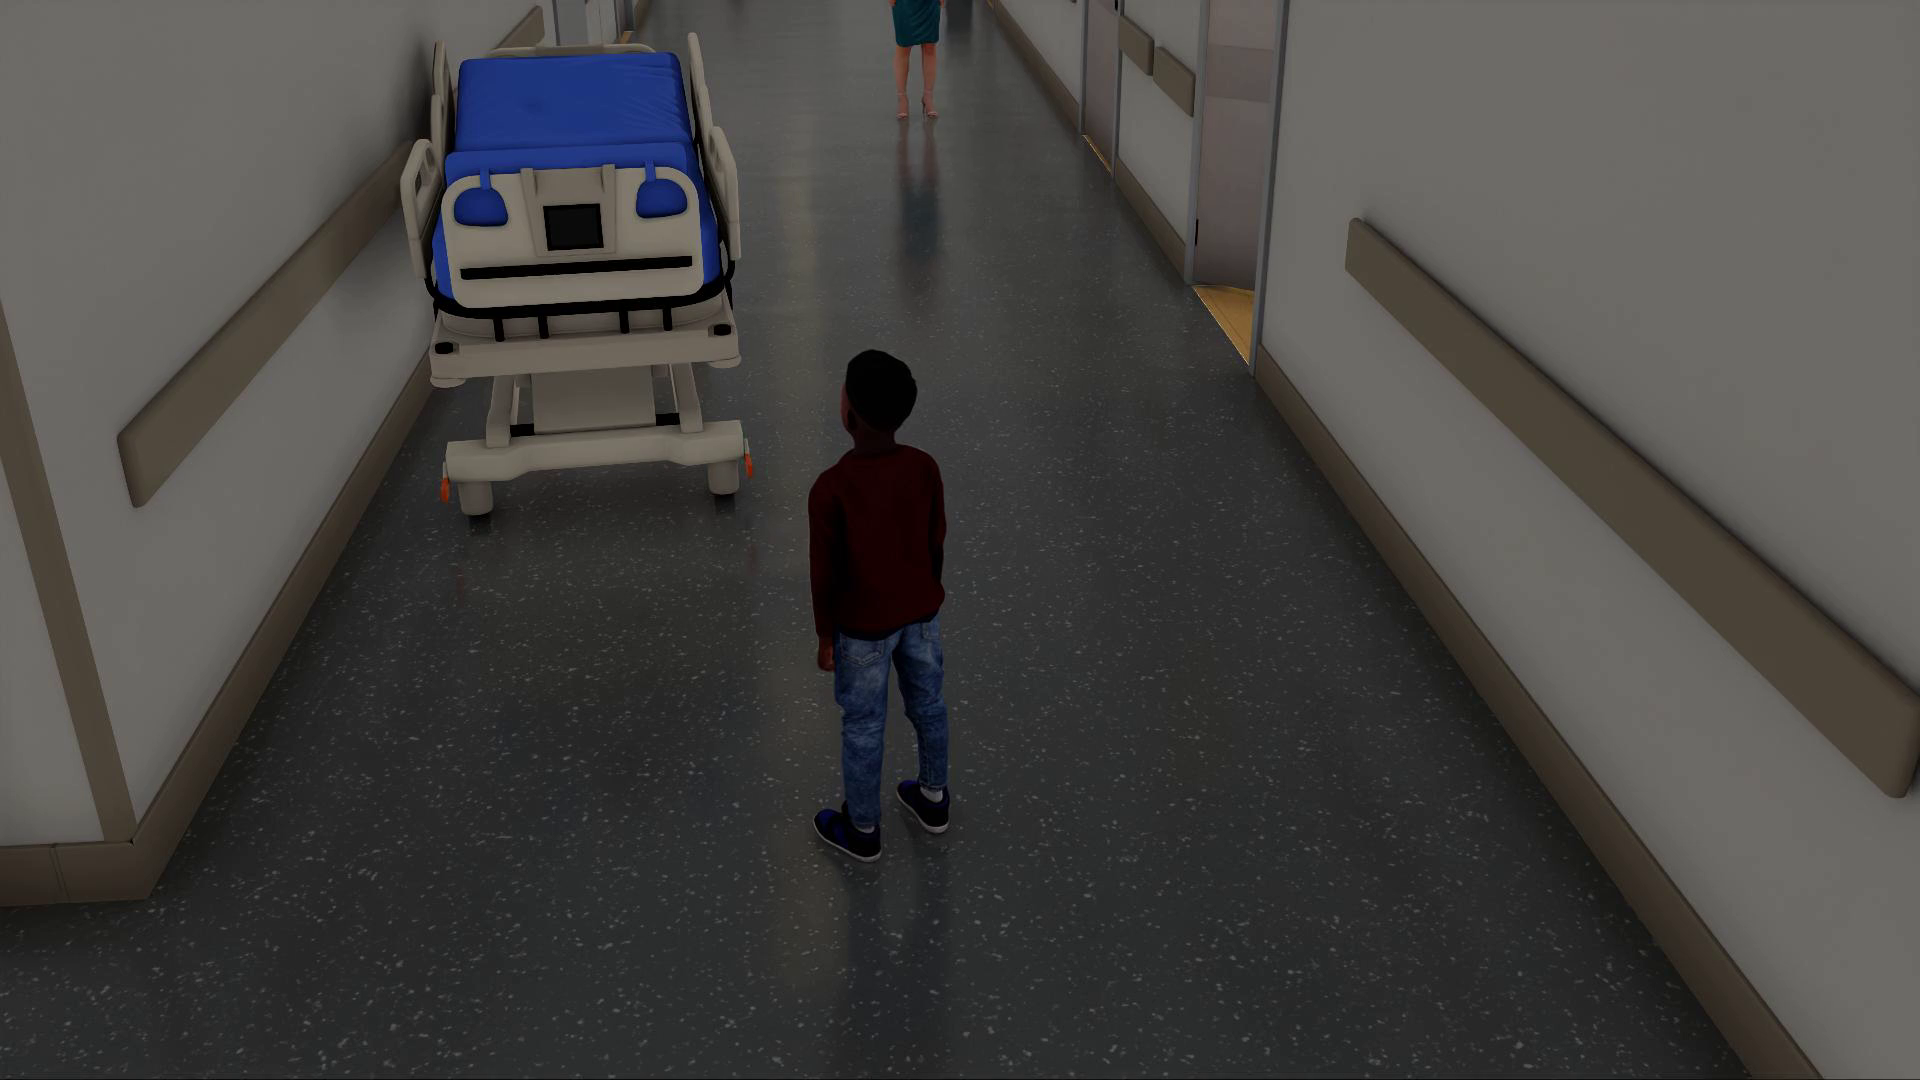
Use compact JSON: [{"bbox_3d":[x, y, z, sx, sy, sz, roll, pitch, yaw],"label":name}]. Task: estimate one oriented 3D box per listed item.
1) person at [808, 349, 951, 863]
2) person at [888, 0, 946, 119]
[{"bbox_3d":[-0.172,0.163,3.881,0.544,1.253,0.633,-16,30,-30],"label":"person"},{"bbox_3d":[-0.304,-3.819,11.641,0.468,1.687,0.639,-6,26,-13],"label":"person"}]
